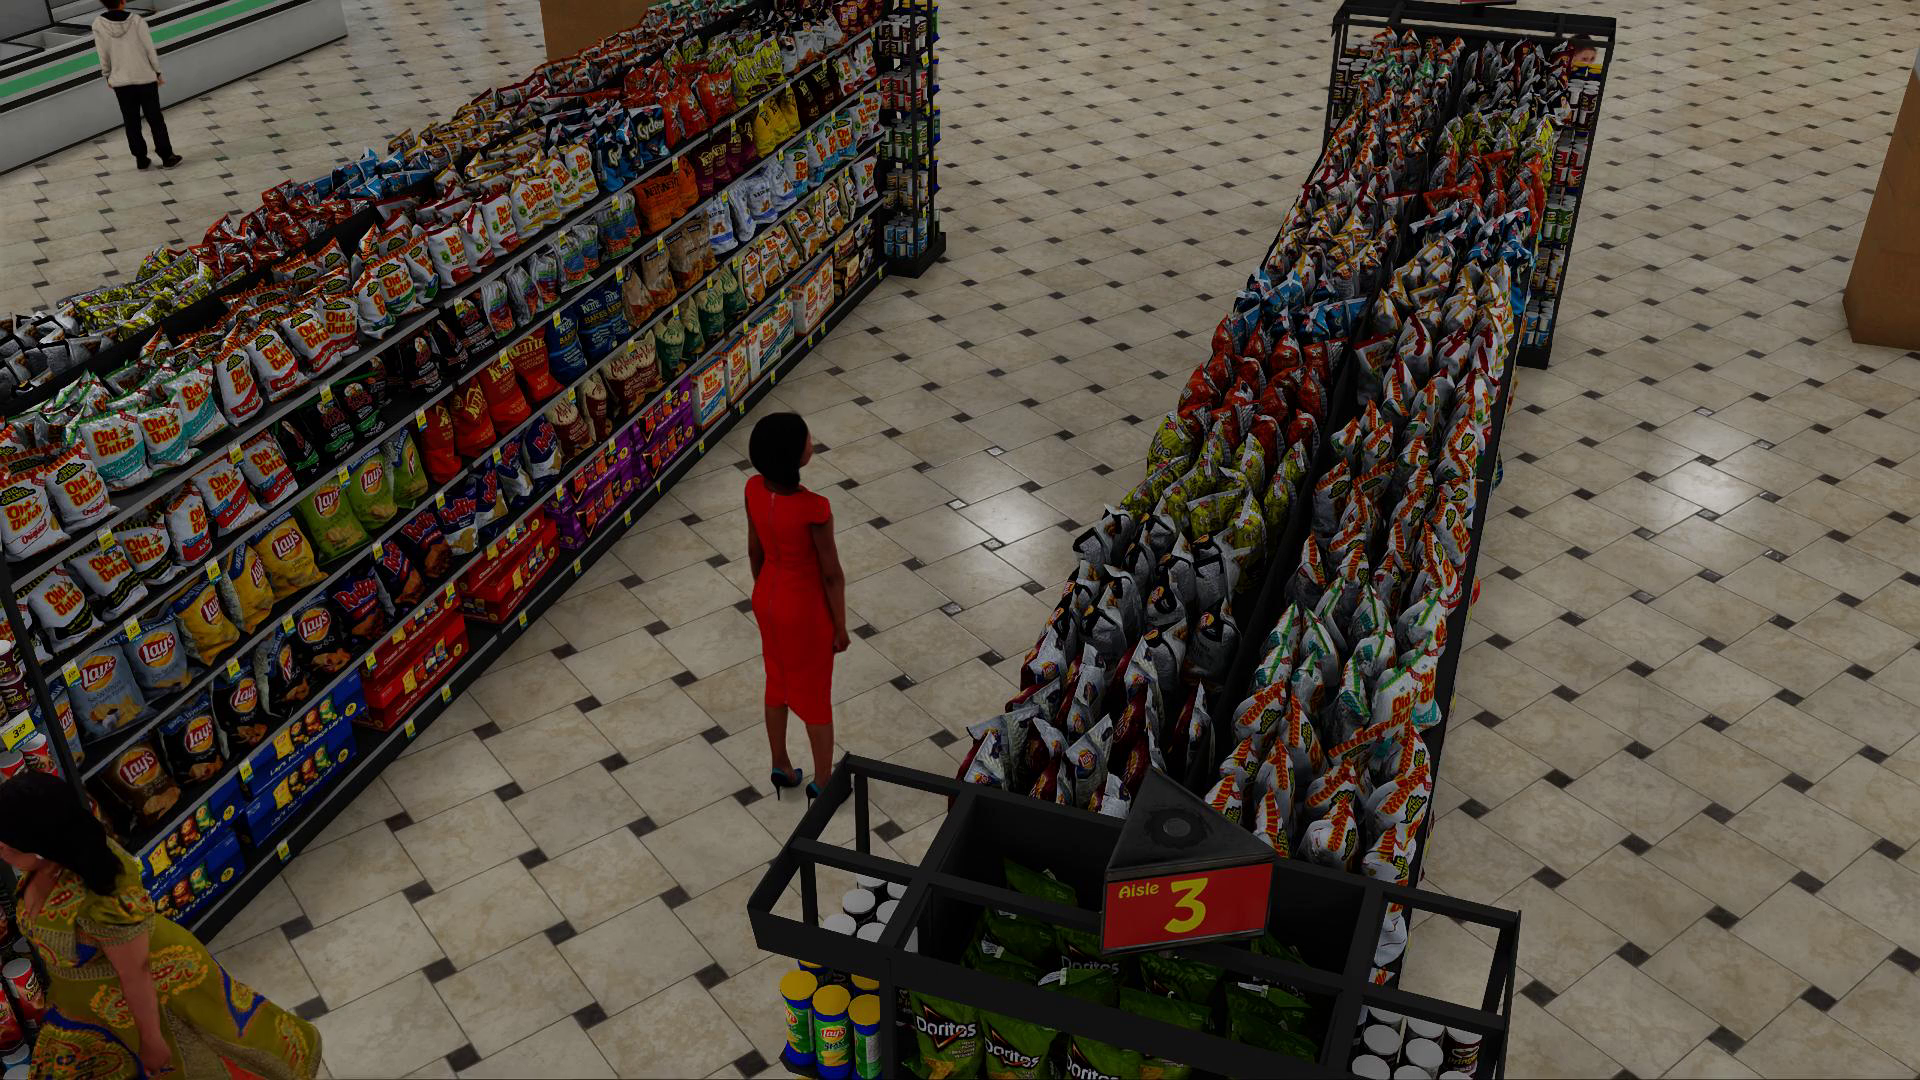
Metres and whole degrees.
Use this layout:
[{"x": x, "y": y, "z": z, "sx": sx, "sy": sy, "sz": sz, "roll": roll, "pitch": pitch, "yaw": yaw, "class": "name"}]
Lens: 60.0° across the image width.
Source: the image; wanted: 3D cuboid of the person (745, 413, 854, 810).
[{"x": -0.640, "y": 0.299, "z": 6.400, "sx": 0.618, "sy": 1.743, "sz": 0.587, "roll": 20, "pitch": 37, "yaw": 29, "class": "person"}]

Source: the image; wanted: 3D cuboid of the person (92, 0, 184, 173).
[{"x": -6.442, "y": -3.603, "z": 12.945, "sx": 0.651, "sy": 1.454, "sz": 0.652, "roll": -5, "pitch": 32, "yaw": -8, "class": "person"}]

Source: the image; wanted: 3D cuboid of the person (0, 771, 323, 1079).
[{"x": -2.373, "y": 1.299, "z": 4.922, "sx": 0.900, "sy": 1.606, "sz": 1.387, "roll": 18, "pitch": 36, "yaw": 27, "class": "person"}]
